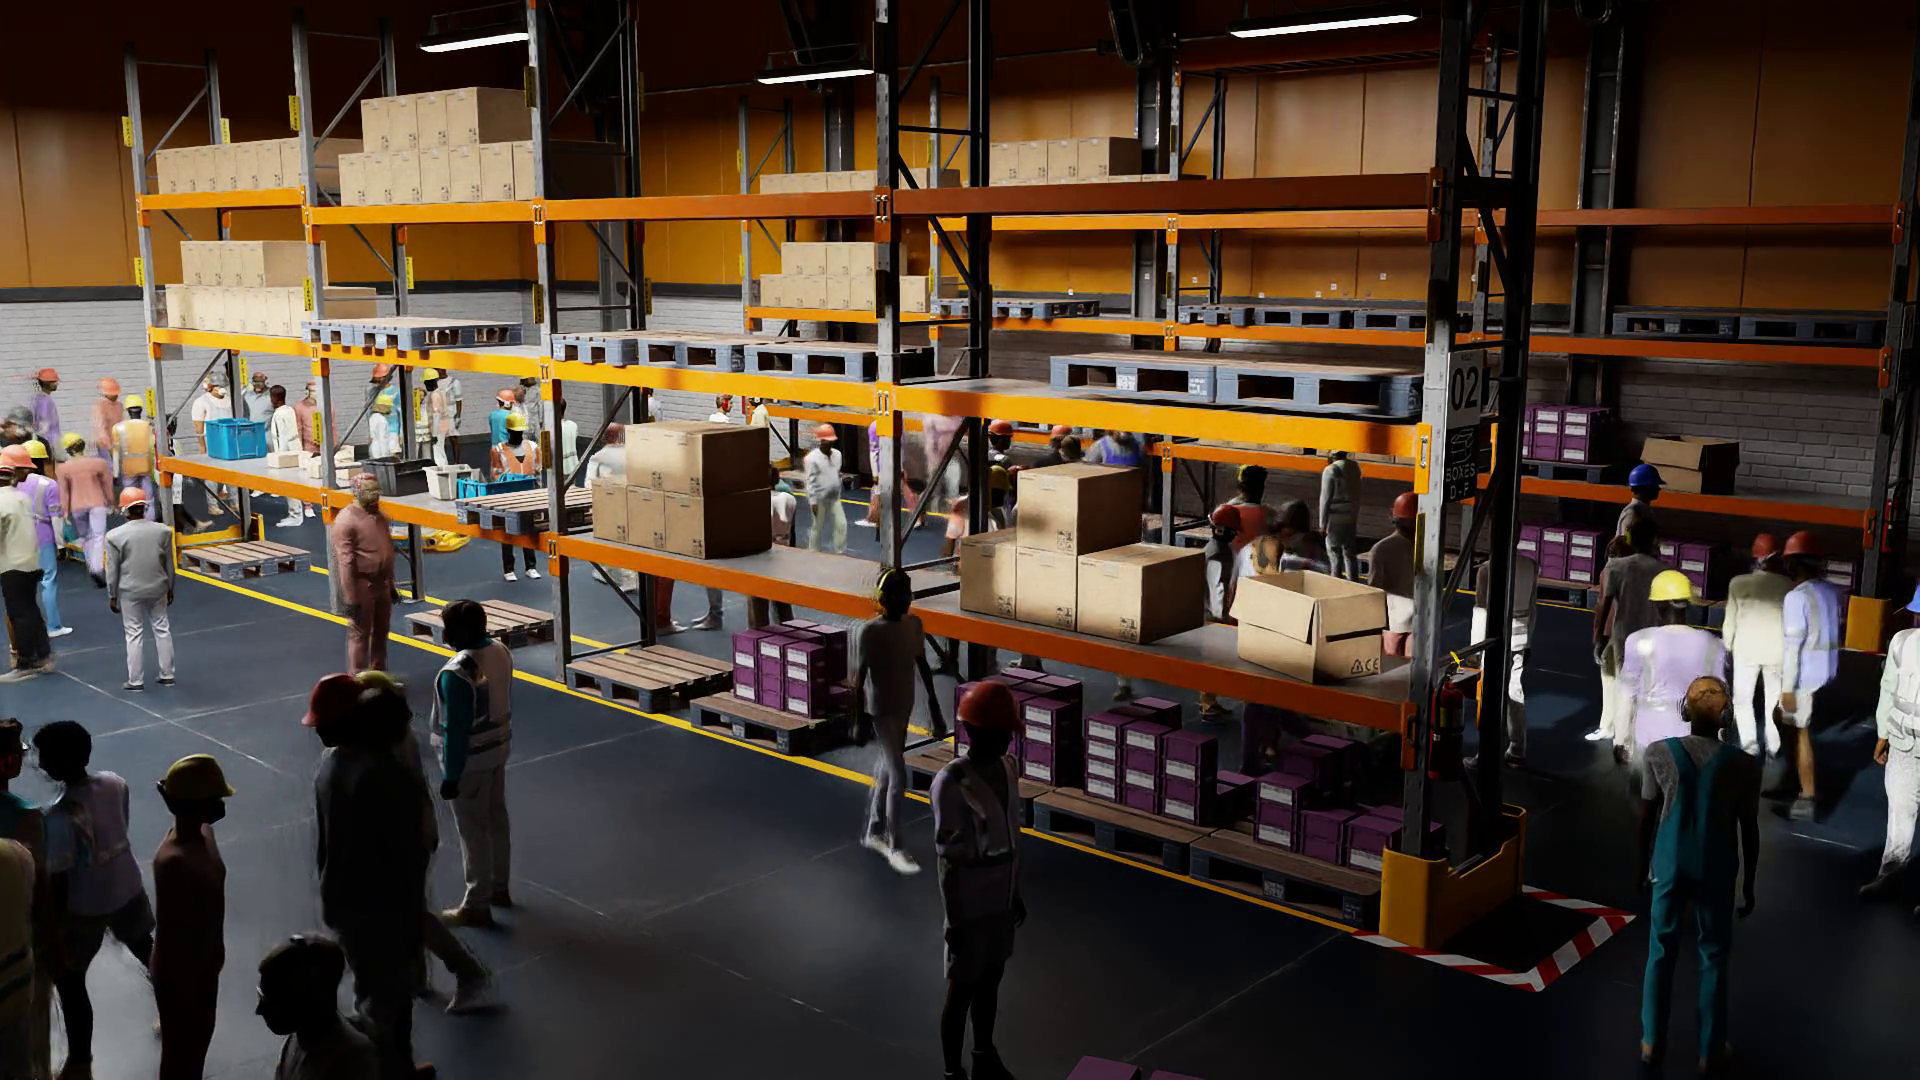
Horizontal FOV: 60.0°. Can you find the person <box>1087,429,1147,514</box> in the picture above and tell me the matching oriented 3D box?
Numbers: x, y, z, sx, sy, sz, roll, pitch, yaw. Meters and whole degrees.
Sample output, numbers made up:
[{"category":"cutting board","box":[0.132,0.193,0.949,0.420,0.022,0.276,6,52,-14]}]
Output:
[{"category":"person","box":[1.744,-0.497,18.502,0.688,2.000,0.710,-3,10,-14]}]

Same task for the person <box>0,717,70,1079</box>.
[{"category":"person","box":[-3.963,1.652,6.896,0.563,1.848,0.390,4,11,21]}]

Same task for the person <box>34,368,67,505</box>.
[{"category":"person","box":[-13.113,-1.463,23.995,0.433,2.028,0.603,-6,12,-31]}]

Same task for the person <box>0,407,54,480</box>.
[{"category":"person","box":[-10.667,-0.550,18.802,0.712,2.000,1.025,-3,11,-18]}]

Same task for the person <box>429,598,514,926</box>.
[{"category":"person","box":[-2.732,1.229,9.308,0.429,1.844,0.627,2,10,9]}]

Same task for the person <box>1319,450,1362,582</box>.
[{"category":"person","box":[4.012,-0.234,17.670,0.610,1.821,0.415,-8,13,-39]}]

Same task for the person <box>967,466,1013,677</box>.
[{"category":"person","box":[0.271,0.305,14.341,0.399,1.913,0.593,4,11,23]}]

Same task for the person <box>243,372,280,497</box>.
[{"category":"person","box":[-10.501,-1.585,25.069,0.646,1.900,0.400,2,10,9]}]

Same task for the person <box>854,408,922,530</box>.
[{"category":"person","box":[-0.931,-1.044,22.126,1.006,1.860,0.640,6,12,30]}]

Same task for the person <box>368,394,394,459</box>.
[{"category":"person","box":[-8.117,-1.188,23.322,0.429,1.721,0.508,-7,12,-35]}]

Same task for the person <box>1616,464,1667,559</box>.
[{"category":"person","box":[5.737,0.324,14.112,0.381,1.951,0.605,5,11,28]}]

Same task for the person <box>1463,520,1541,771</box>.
[{"category":"person","box":[3.906,0.746,11.958,0.577,1.877,0.342,-6,12,-29]}]

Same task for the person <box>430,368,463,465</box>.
[{"category":"person","box":[-8.527,-2.058,27.555,0.608,1.959,0.382,4,11,20]}]

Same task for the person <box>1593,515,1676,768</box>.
[{"category":"person","box":[4.944,0.731,12.180,0.546,1.827,0.843,4,11,23]}]

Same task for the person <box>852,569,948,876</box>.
[{"category":"person","box":[-0.334,1.086,10.137,0.775,1.842,0.530,9,14,42]}]

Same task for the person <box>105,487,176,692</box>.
[{"category":"person","box":[-6.989,0.413,14.192,0.350,1.744,0.566,9,13,42]}]

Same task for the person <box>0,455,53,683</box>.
[{"category":"person","box":[-8.258,0.253,14.493,0.447,1.970,0.787,0,10,-3]}]

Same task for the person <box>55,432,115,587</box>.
[{"category":"person","box":[-9.743,-0.341,18.533,0.550,1.710,0.824,-4,11,-21]}]

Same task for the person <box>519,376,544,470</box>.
[{"category":"person","box":[-7.248,-2.022,28.002,0.489,1.731,0.325,3,10,14]}]

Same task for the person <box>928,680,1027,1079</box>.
[{"category":"person","box":[0.109,1.550,7.217,0.353,1.939,0.544,7,12,34]}]

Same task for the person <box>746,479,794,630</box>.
[{"category":"person","box":[-1.838,0.095,15.447,0.636,1.938,0.354,5,11,24]}]

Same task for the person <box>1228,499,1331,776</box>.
[{"category":"person","box":[2.303,0.666,11.927,0.706,2.000,0.943,0,10,-1]}]

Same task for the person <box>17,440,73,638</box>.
[{"category":"person","box":[-8.933,-0.010,16.109,0.585,1.918,0.398,1,10,8]}]

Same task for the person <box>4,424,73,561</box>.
[{"category":"person","box":[-11.012,-0.589,19.742,0.536,1.781,1.022,8,13,40]}]

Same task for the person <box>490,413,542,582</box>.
[{"category":"person","box":[-4.991,-0.486,18.803,0.581,1.919,0.394,-8,13,-38]}]

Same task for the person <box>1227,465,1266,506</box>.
[{"category":"person","box":[2.674,0.168,15.569,0.526,1.744,0.544,9,13,41]}]

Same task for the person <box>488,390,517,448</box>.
[{"category":"person","box":[-6.478,-1.276,23.762,0.575,1.739,0.350,8,13,40]}]

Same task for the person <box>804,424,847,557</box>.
[{"category":"person","box":[-1.492,-0.475,19.258,0.717,1.724,0.587,10,14,44]}]

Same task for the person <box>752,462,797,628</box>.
[{"category":"person","box":[-1.721,0.202,15.135,0.561,1.835,0.371,-9,13,-42]}]

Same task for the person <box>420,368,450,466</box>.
[{"category":"person","box":[-8.052,-1.680,25.561,0.394,1.914,0.591,-2,10,-12]}]

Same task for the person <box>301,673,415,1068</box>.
[{"category":"person","box":[-2.675,1.526,7.387,0.544,1.930,0.388,9,13,42]}]

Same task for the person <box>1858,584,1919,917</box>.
[{"category":"person","box":[5.471,1.158,9.408,0.395,1.943,0.617,-5,11,-28]}]

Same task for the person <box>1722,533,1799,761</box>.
[{"category":"person","box":[5.814,0.807,12.020,0.575,1.720,0.742,4,11,21]}]

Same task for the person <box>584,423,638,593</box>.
[{"category":"person","box":[-3.824,-0.362,18.276,0.995,1.864,0.668,9,14,42]}]

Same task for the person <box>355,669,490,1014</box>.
[{"category":"person","box":[-2.693,1.481,8.284,0.683,1.703,0.508,0,10,0]}]

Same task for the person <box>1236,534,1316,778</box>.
[{"category":"person","box":[2.232,0.866,11.475,0.768,1.817,0.535,4,11,22]}]

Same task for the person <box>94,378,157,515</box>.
[{"category":"person","box":[-11.813,-1.303,23.350,0.847,1.933,0.685,1,10,7]}]
